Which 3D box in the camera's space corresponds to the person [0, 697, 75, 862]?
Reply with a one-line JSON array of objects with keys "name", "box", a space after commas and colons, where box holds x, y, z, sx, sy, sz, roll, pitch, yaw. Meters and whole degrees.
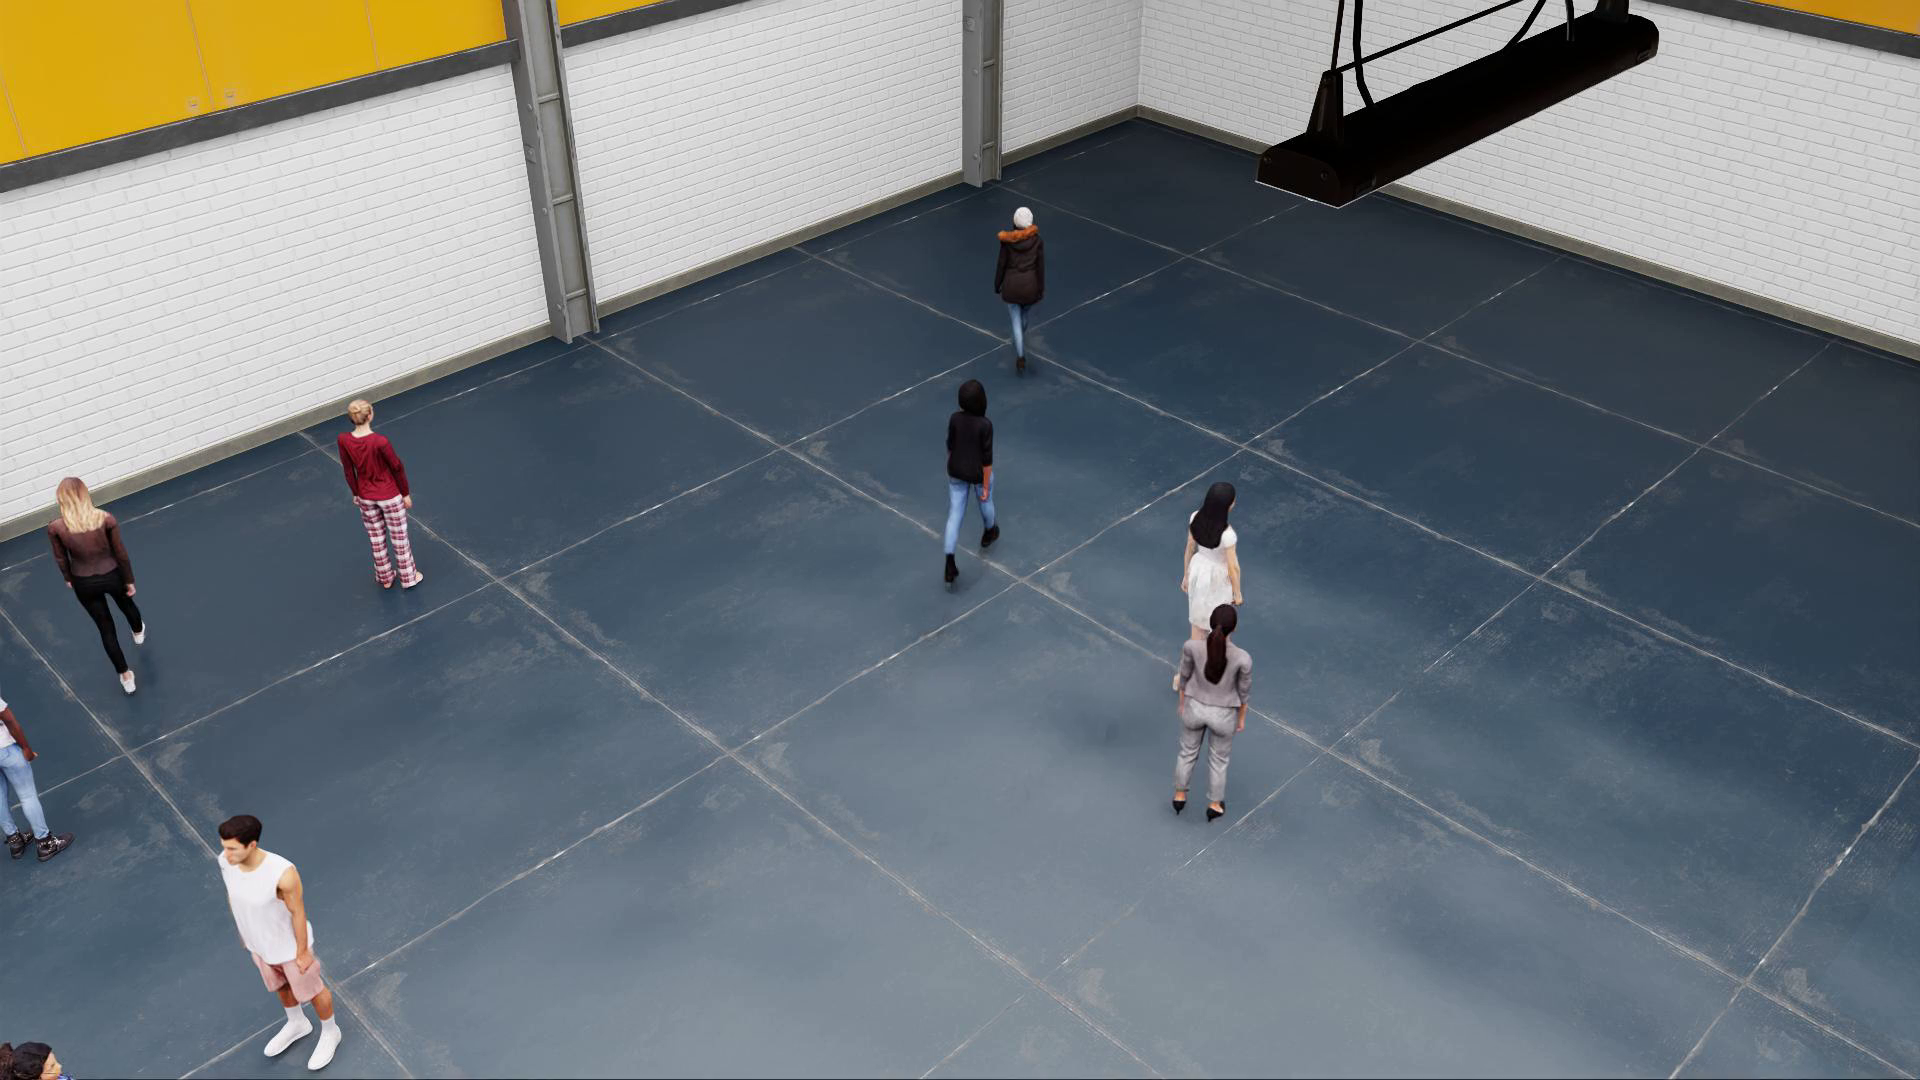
[{"name": "person", "box": [-6.063, 1.305, 10.447, 0.672, 1.719, 0.700, 6, 34, 9]}]

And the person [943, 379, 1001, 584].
[{"name": "person", "box": [0.042, -0.432, 13.121, 0.942, 1.652, 1.222, 10, 35, 14]}]

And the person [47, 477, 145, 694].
[{"name": "person", "box": [-6.156, 0.359, 11.914, 1.034, 1.670, 0.860, -17, 37, -24]}]

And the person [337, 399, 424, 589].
[{"name": "person", "box": [-4.532, -0.365, 12.978, 0.677, 1.698, 0.714, 3, 34, 4]}]

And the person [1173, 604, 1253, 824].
[{"name": "person", "box": [1.614, 1.131, 10.751, 0.701, 1.672, 0.706, 12, 35, 17]}]

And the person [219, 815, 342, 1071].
[{"name": "person", "box": [-3.719, 2.163, 9.095, 0.711, 1.787, 0.698, 13, 36, 19]}]

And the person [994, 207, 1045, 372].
[{"name": "person", "box": [0.594, -2.413, 16.154, 1.064, 1.594, 1.059, -4, 34, -6]}]

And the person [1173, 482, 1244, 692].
[{"name": "person", "box": [1.695, 0.393, 11.782, 0.757, 1.760, 0.685, -20, 39, -27]}]
